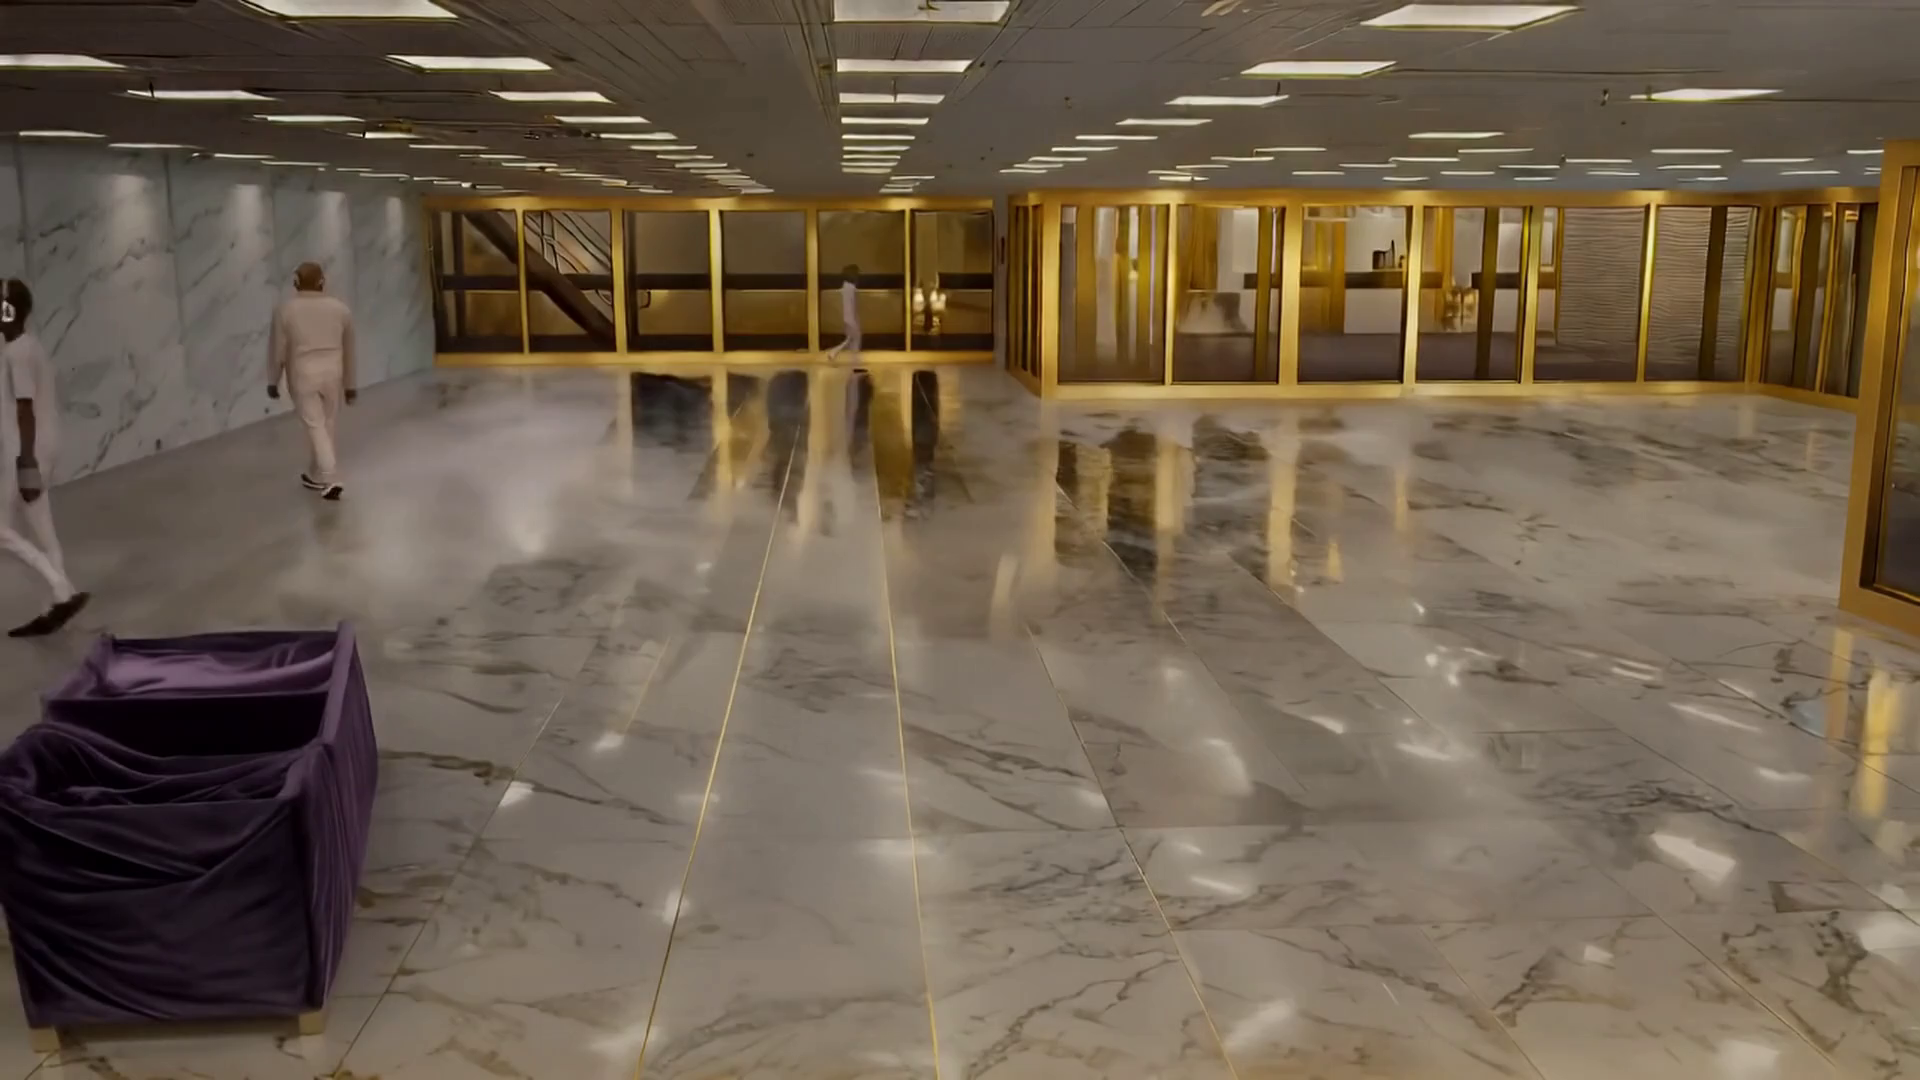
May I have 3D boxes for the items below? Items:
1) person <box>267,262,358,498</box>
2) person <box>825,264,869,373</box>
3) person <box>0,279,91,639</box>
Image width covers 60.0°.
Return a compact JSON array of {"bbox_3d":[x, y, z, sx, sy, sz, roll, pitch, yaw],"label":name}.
[{"bbox_3d":[-5.142,-1.277,13.260,0.635,1.859,1.044,-10,15,-43],"label":"person"},{"bbox_3d":[-1.667,-3.258,24.533,0.585,1.611,0.509,-4,11,-21],"label":"person"},{"bbox_3d":[-4.771,-0.395,8.456,0.387,1.856,0.559,-3,11,-17],"label":"person"}]
